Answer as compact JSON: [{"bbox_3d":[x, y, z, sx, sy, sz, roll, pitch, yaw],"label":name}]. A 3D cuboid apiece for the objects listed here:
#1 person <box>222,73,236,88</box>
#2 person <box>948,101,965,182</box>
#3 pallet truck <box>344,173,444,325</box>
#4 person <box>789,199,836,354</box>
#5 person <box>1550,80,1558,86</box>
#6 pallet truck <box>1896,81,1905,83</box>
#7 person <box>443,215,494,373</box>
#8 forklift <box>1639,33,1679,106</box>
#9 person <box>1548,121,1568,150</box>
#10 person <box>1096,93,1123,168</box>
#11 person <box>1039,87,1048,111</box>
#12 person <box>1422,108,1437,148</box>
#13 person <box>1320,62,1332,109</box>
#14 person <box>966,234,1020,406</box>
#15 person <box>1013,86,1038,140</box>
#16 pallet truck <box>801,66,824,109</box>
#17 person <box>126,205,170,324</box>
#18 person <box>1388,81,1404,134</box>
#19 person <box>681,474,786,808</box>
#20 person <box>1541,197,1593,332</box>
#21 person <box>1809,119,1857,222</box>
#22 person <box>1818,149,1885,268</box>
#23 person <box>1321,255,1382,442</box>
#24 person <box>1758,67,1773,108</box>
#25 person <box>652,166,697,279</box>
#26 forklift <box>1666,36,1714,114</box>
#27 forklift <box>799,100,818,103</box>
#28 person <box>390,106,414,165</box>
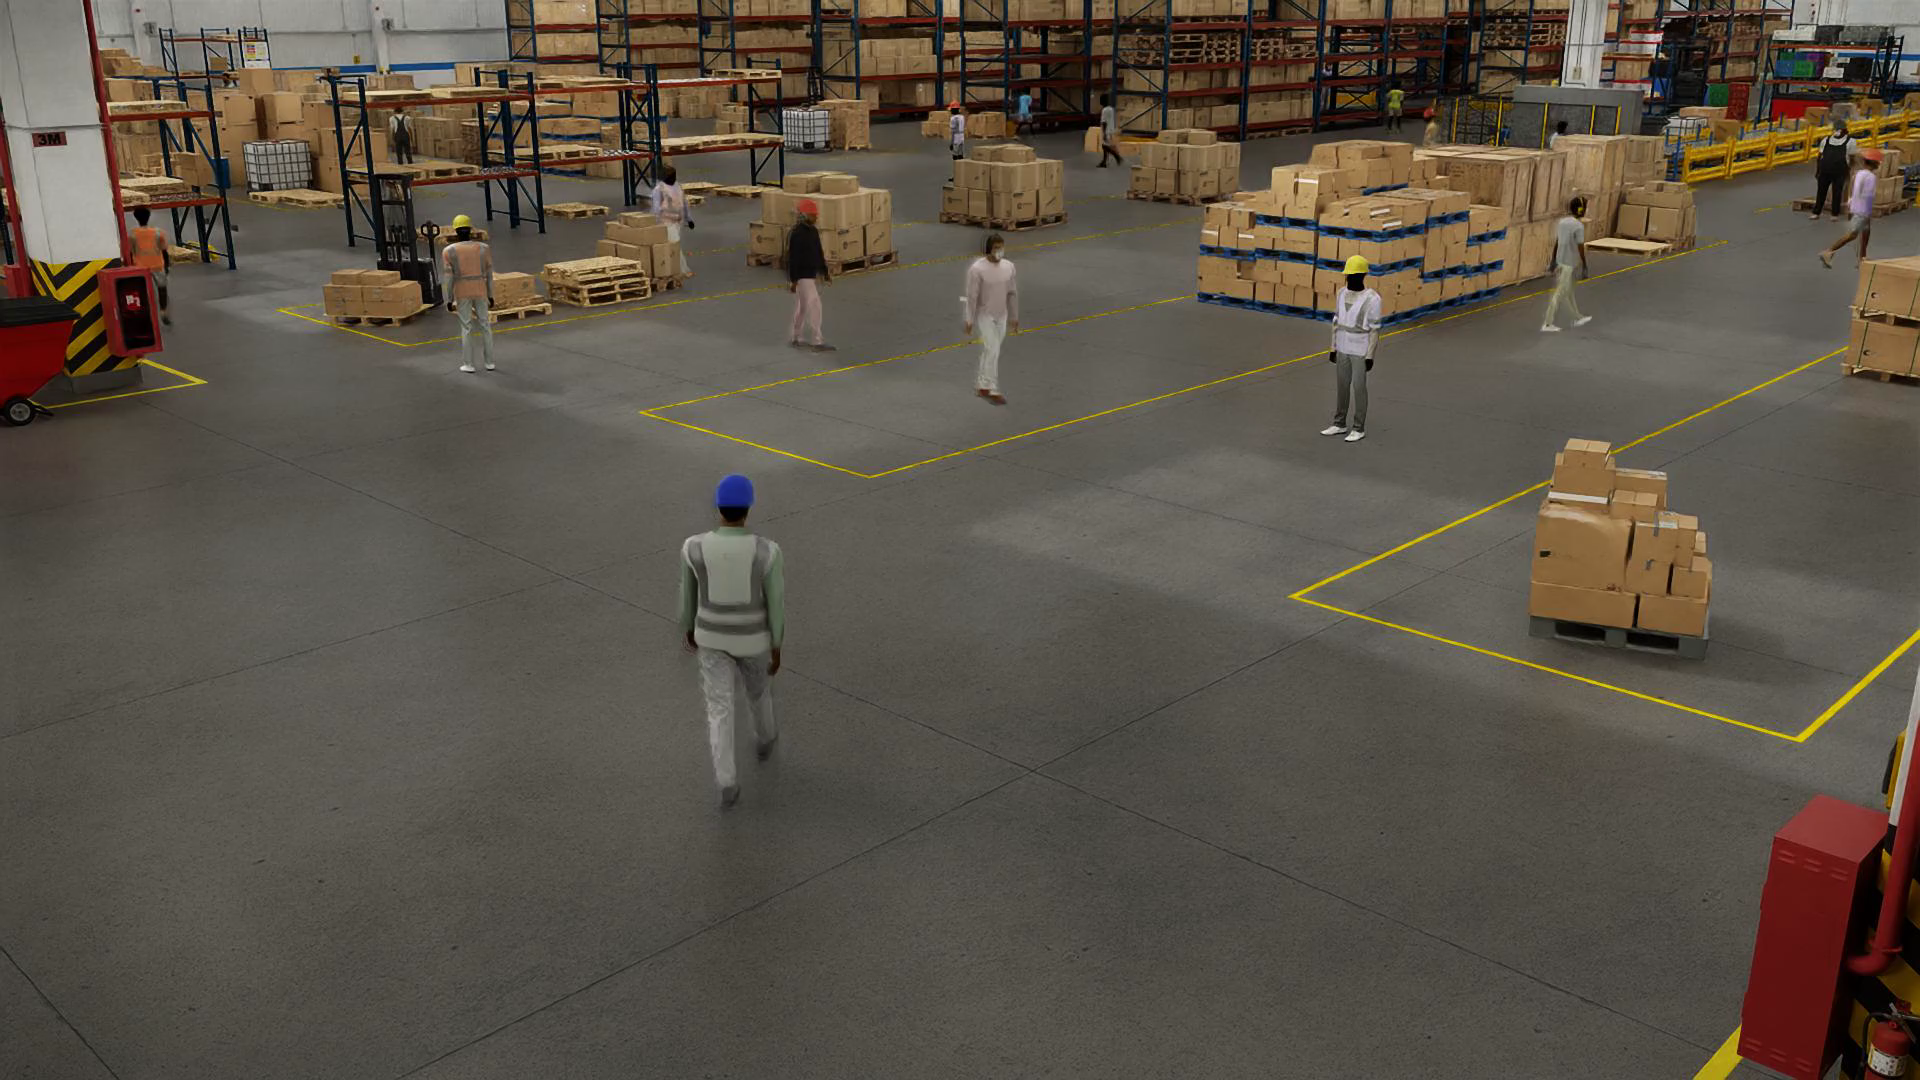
[{"bbox_3d":[-23.684,-14.181,54.031,0.591,1.915,0.399,10,21,28],"label":"person"},{"bbox_3d":[-0.101,-9.729,40.590,0.399,1.928,0.542,11,21,29],"label":"person"},{"bbox_3d":[-8.209,-4.181,23.757,0.823,1.965,1.885,3,19,9],"label":"pallet truck"},{"bbox_3d":[-1.883,-3.400,21.460,0.844,1.963,0.627,5,19,16],"label":"person"},{"bbox_3d":[18.463,-13.430,51.903,0.649,1.816,0.604,-15,24,-38],"label":"person"},{"bbox_3d":[34.802,-16.331,61.455,0.653,1.274,1.630,17,25,41],"label":"pallet truck"},{"bbox_3d":[-5.989,-3.001,20.329,0.585,1.918,0.378,-11,21,-29],"label":"person"},{"bbox_3d":[28.039,-18.830,66.514,1.129,2.768,1.873,17,25,41],"label":"forklift"},{"bbox_3d":[13.618,-8.737,38.034,0.898,1.633,0.587,15,23,37],"label":"person"},{"bbox_3d":[3.923,-10.665,43.391,0.711,1.937,0.645,7,20,21],"label":"person"},{"bbox_3d":[3.083,-16.591,61.288,0.406,1.911,0.637,-8,20,-22],"label":"person"},{"bbox_3d":[10.764,-9.016,38.496,0.997,1.880,0.574,7,19,19],"label":"person"},{"bbox_3d":[13.547,-16.701,61.570,0.627,1.940,0.377,-10,21,-28],"label":"person"},{"bbox_3d":[0.428,-2.474,18.737,0.650,1.911,0.837,-14,23,-35],"label":"person"},{"bbox_3d":[2.009,-13.251,51.633,0.873,1.652,0.531,-15,24,-39],"label":"person"},{"bbox_3d":[-4.812,-15.182,56.903,0.823,1.965,1.885,-9,21,-26],"label":"pallet truck"},{"bbox_3d":[-11.228,-3.779,23.031,0.544,1.678,0.345,-10,21,-28],"label":"person"},{"bbox_3d":[14.194,-14.059,54.033,0.552,1.661,0.809,14,23,36],"label":"person"},{"bbox_3d":[-1.312,0.526,9.720,0.622,1.892,0.982,0,18,1],"label":"person"},{"bbox_3d":[8.431,-3.770,22.786,0.939,1.824,0.571,-4,19,-13],"label":"person"},{"bbox_3d":[17.624,-7.462,33.576,0.688,2.000,0.536,16,24,39],"label":"person"},{"bbox_3d":[14.991,-5.527,27.815,0.964,2.014,0.618,4,19,11],"label":"person"},{"bbox_3d":[4.069,-1.988,17.260,0.366,1.926,0.594,-12,22,-33],"label":"person"},{"bbox_3d":[31.708,-17.844,65.518,0.510,1.619,0.296,11,21,30],"label":"person"},{"bbox_3d":[-4.680,-5.178,27.090,0.953,1.799,0.634,10,21,27],"label":"person"},{"bbox_3d":[27.341,-17.291,61.877,1.129,2.768,1.873,17,25,41],"label":"forklift"},{"bbox_3d":[-6.755,-19.159,67.506,1.873,2.768,1.129,-7,20,-20],"label":"forklift"},{"bbox_3d":[-13.771,-9.847,41.068,0.511,1.844,0.328,-8,20,-21],"label":"person"}]
